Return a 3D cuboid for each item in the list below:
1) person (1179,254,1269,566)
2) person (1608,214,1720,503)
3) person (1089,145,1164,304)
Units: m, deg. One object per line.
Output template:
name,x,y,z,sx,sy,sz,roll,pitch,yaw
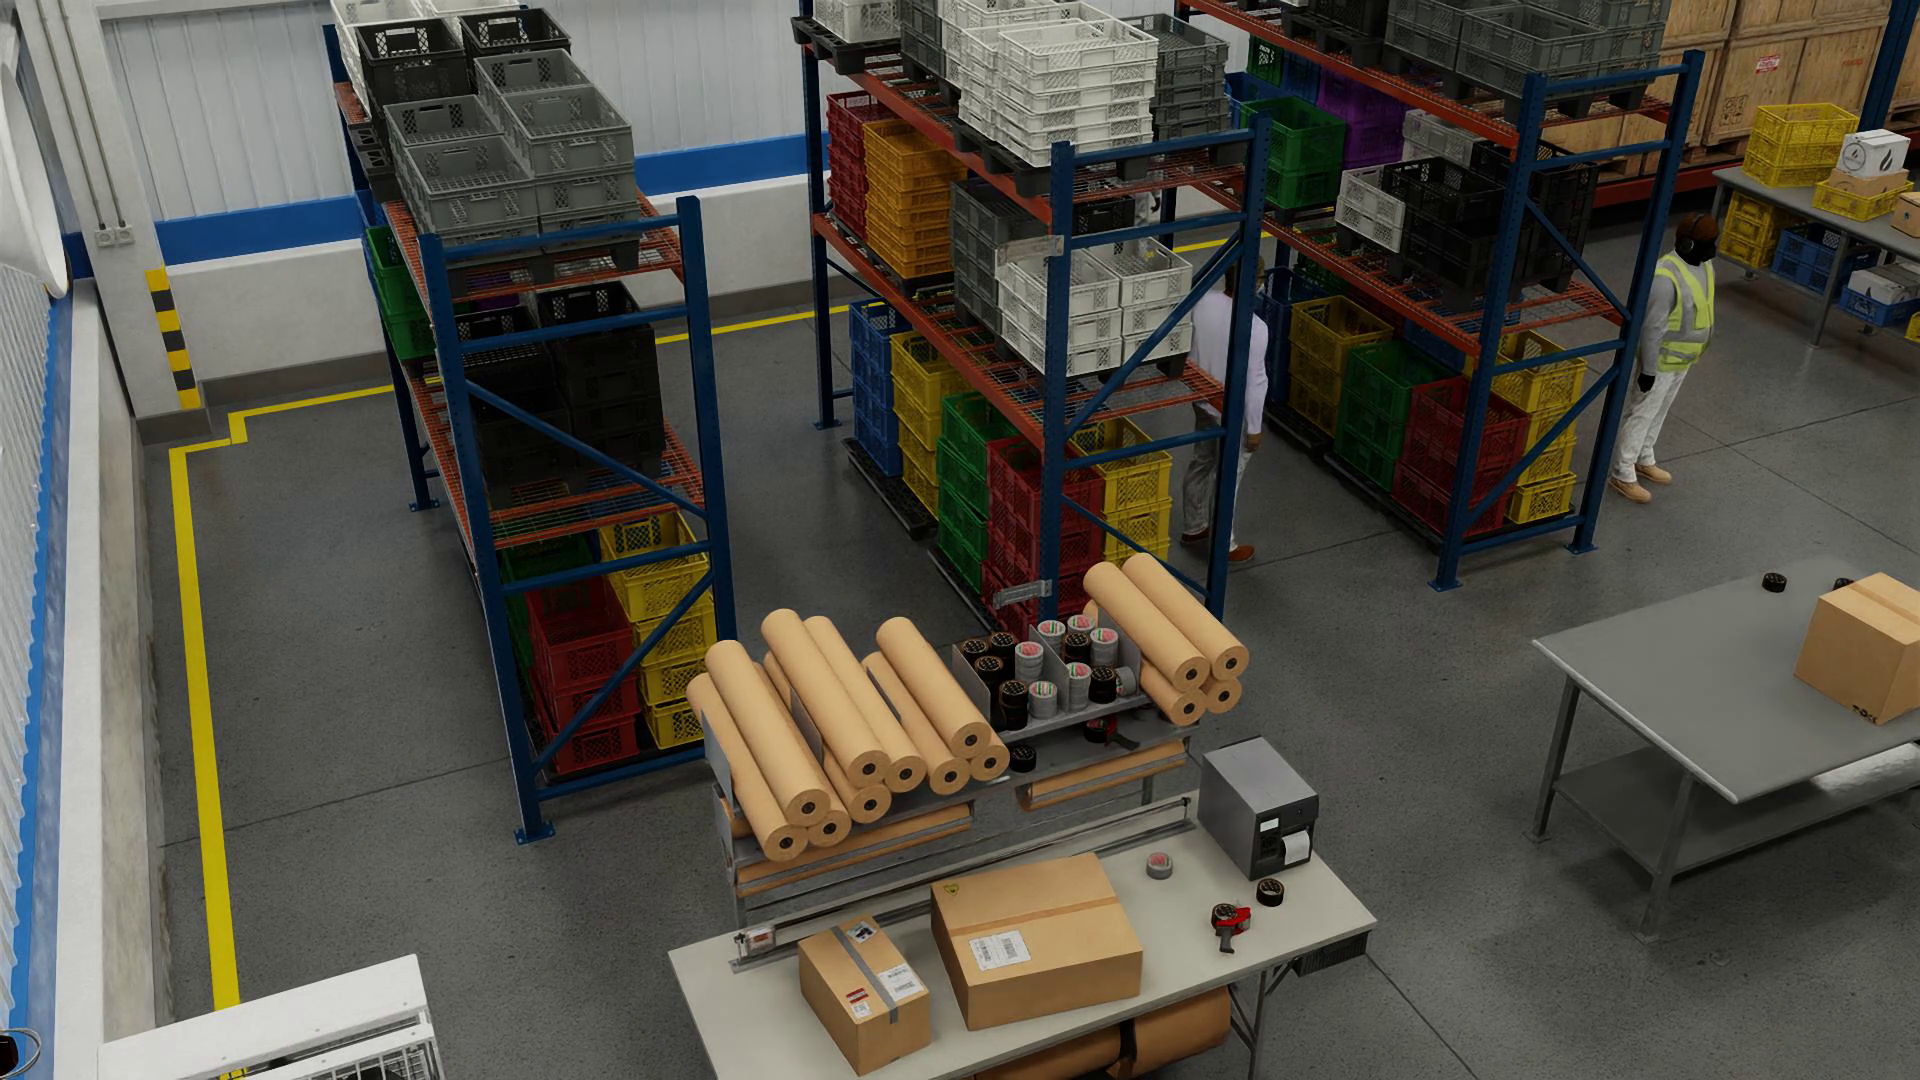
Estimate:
person,1.533,-0.760,9.600,0.355,1.937,0.635,-16,35,-24
person,4.386,-1.136,10.302,0.429,1.842,0.633,26,40,36
person,1.273,-2.685,12.777,0.572,1.886,0.354,5,32,7
